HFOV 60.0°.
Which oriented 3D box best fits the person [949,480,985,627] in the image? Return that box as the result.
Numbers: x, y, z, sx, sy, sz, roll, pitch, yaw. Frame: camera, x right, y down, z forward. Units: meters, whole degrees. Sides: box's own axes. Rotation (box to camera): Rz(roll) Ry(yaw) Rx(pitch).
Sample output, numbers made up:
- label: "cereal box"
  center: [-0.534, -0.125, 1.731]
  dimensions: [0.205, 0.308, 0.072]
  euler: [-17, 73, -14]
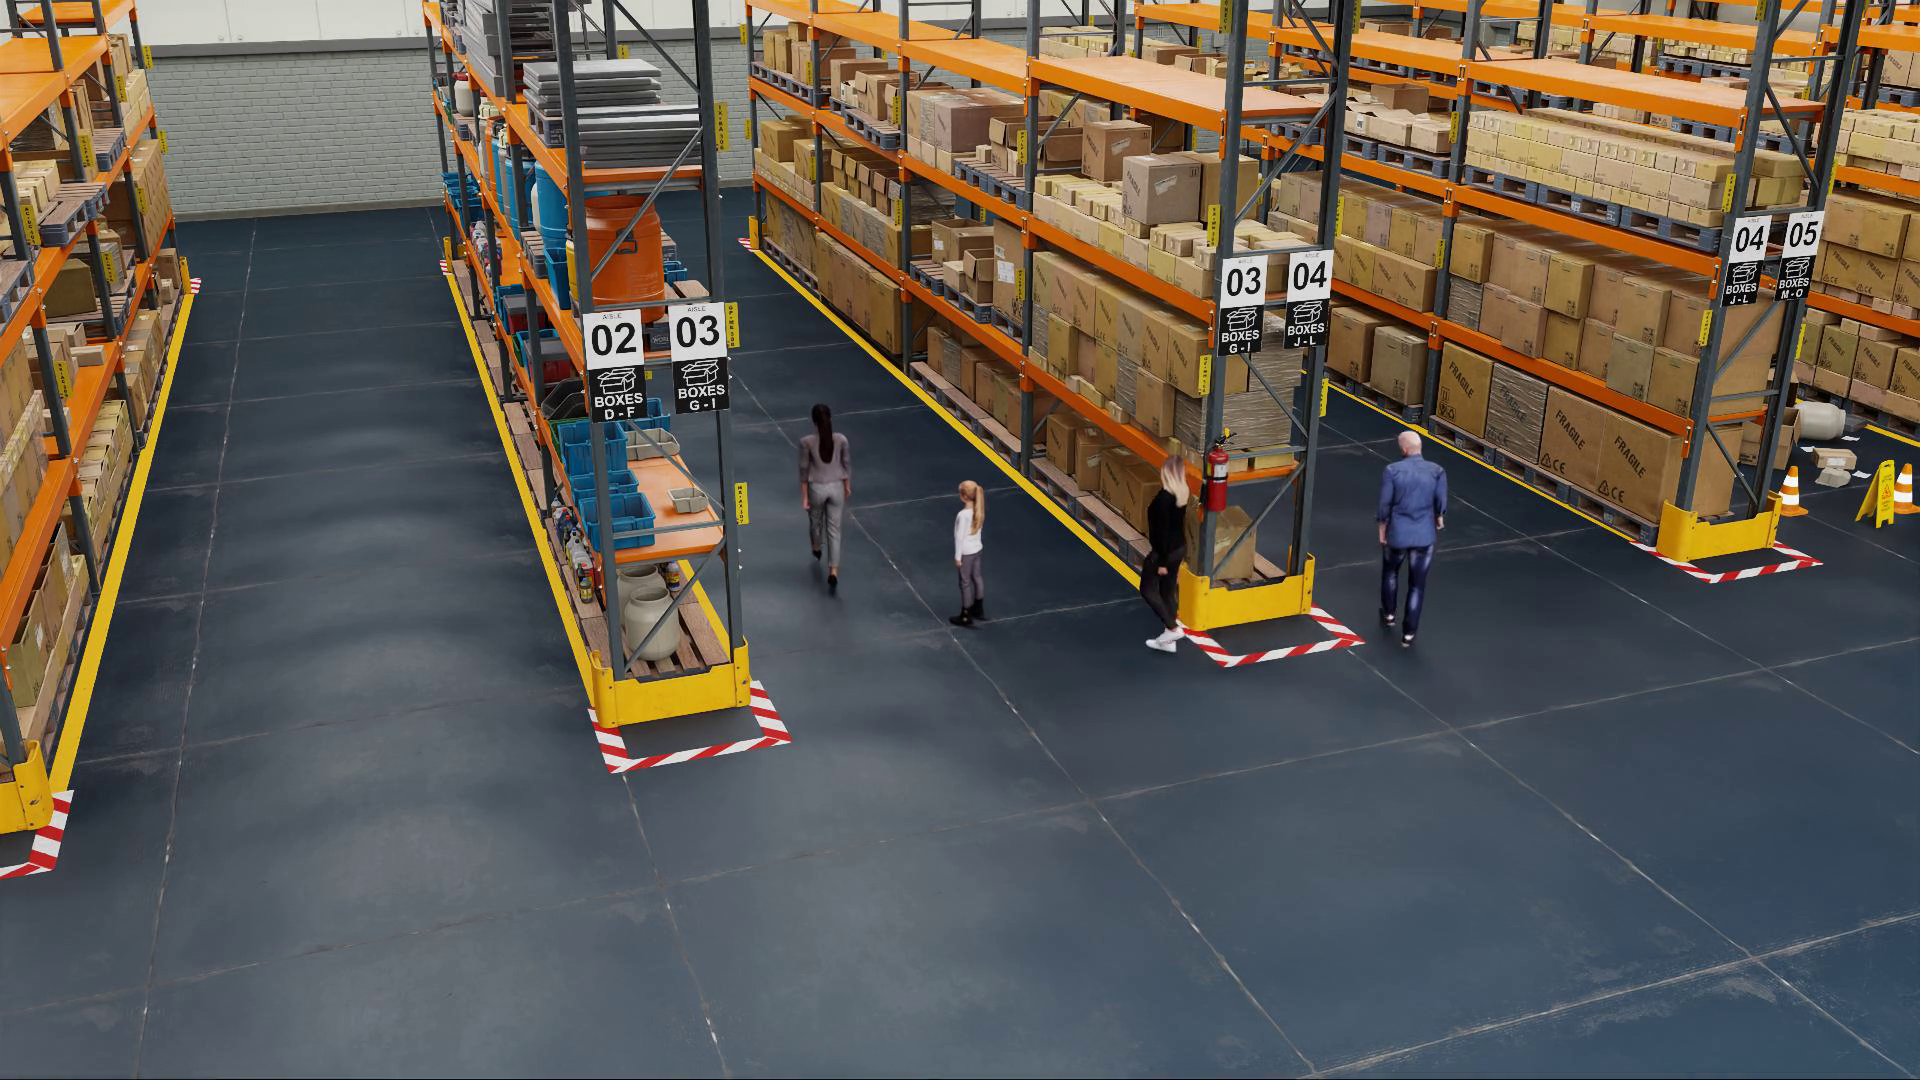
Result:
- label: "person"
  center: [0.089, 0.095, 14.129]
  dimensions: [0.625, 1.277, 0.577]
  euler: [14, 26, 31]

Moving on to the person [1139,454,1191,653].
- label: "person"
  center: [1.774, 0.146, 13.495]
  dimensions: [0.814, 1.662, 0.762]
  euler: [11, 25, 24]

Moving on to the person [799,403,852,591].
- label: "person"
  center: [-1.182, -0.343, 14.743]
  dimensions: [0.772, 1.622, 1.151]
  euler: [-4, 23, -9]

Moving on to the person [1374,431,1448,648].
- label: "person"
  center: [3.681, 0.024, 13.619]
  dimensions: [0.996, 1.793, 1.085]
  euler: [6, 23, 14]
